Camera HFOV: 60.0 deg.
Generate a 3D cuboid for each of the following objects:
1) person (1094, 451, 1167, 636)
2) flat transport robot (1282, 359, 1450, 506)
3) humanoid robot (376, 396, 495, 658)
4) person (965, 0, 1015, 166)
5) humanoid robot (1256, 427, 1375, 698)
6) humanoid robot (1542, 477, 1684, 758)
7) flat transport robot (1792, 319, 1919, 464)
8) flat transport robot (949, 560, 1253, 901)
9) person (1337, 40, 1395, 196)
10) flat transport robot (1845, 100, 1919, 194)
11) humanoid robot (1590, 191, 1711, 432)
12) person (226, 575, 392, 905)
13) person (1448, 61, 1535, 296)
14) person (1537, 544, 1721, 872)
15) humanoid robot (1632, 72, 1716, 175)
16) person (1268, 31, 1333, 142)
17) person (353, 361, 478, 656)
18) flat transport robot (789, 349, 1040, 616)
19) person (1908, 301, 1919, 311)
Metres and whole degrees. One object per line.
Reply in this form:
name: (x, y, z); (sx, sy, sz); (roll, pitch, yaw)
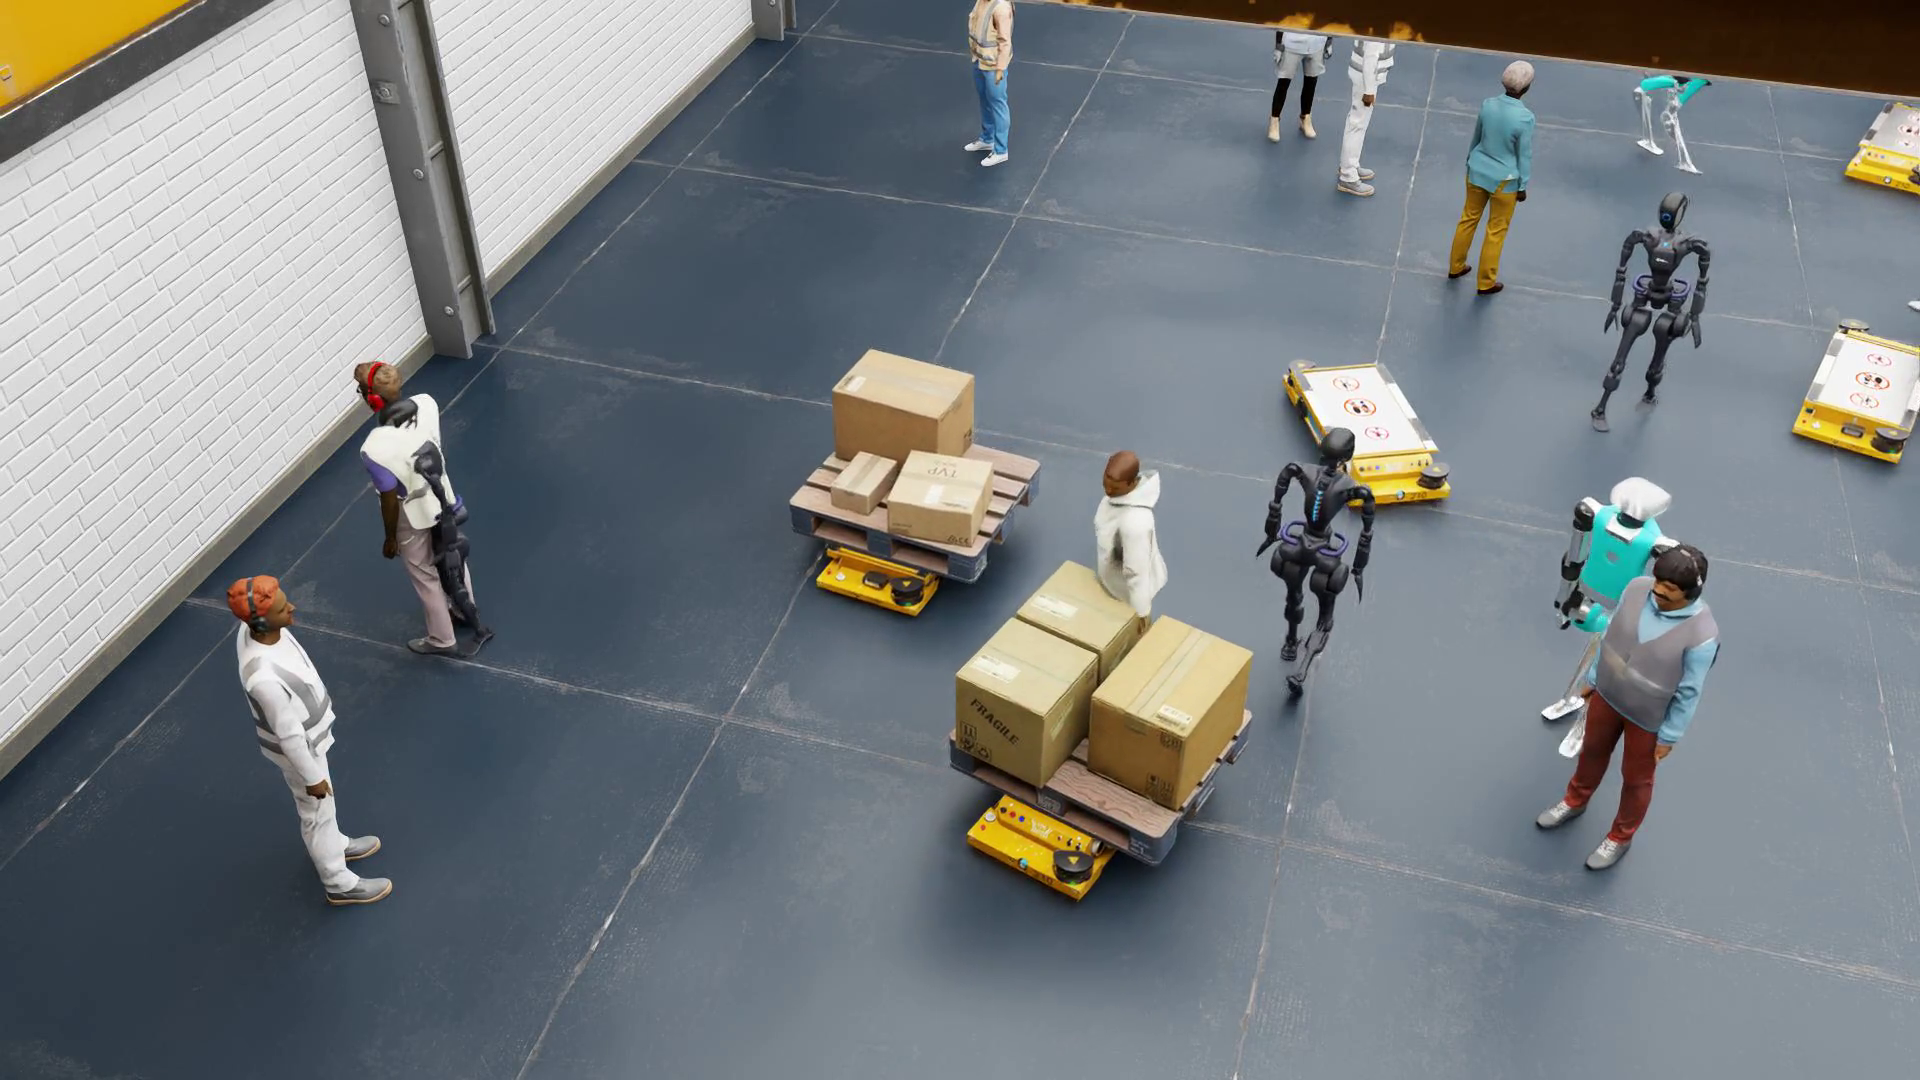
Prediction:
person: (0.819, 0.219, 8.562); (0.477, 1.740, 0.667); (2, 39, 3)
flat transport robot: (2.648, -0.738, 10.922); (0.659, 0.231, 1.431); (-5, 39, -7)
humanoid robot: (-2.837, -0.089, 8.990); (0.321, 1.648, 0.615); (-27, 46, -30)
person: (0.269, -3.976, 13.784); (0.367, 1.729, 0.496); (-16, 41, -18)
humanoid robot: (1.847, 0.087, 8.789); (0.610, 1.636, 0.623); (19, 42, 22)
humanoid robot: (3.339, 0.337, 8.406); (0.783, 1.765, 0.542); (-31, 48, -33)
flat transport robot: (6.162, -1.029, 11.284); (0.659, 0.231, 1.431); (22, 44, 25)
flat transport robot: (0.699, 1.189, 8.526); (0.659, 0.231, 1.431); (23, 44, 26)
person: (3.289, -3.714, 13.334); (0.356, 1.887, 0.572); (8, 40, 10)
flat transport robot: (8.085, -3.358, 14.181); (0.659, 0.231, 1.431); (24, 45, 27)
humanoid robot: (4.509, -1.482, 10.750); (0.626, 1.638, 0.601); (20, 43, 23)
person: (-2.989, 0.914, 7.581); (0.355, 1.883, 0.573); (-15, 41, -18)
person: (3.897, -2.626, 12.096); (0.342, 1.750, 0.527); (-24, 45, -27)
person: (3.180, 0.761, 7.782); (0.411, 1.873, 0.539); (-20, 43, -23)
humanoid robot: (5.986, -3.931, 13.725); (0.556, 1.768, 0.899); (-23, 44, -26)
person: (2.901, -4.182, 14.080); (0.541, 1.684, 0.329); (-7, 39, -9)
person: (-2.910, -0.158, 8.944); (0.379, 1.842, 0.568); (12, 40, 14)
flat transport robot: (-0.250, -0.102, 10.131); (0.659, 0.231, 1.431); (16, 42, 19)
person: (7.334, -2.345, 11.832); (0.605, 1.627, 0.330); (-24, 45, -27)
